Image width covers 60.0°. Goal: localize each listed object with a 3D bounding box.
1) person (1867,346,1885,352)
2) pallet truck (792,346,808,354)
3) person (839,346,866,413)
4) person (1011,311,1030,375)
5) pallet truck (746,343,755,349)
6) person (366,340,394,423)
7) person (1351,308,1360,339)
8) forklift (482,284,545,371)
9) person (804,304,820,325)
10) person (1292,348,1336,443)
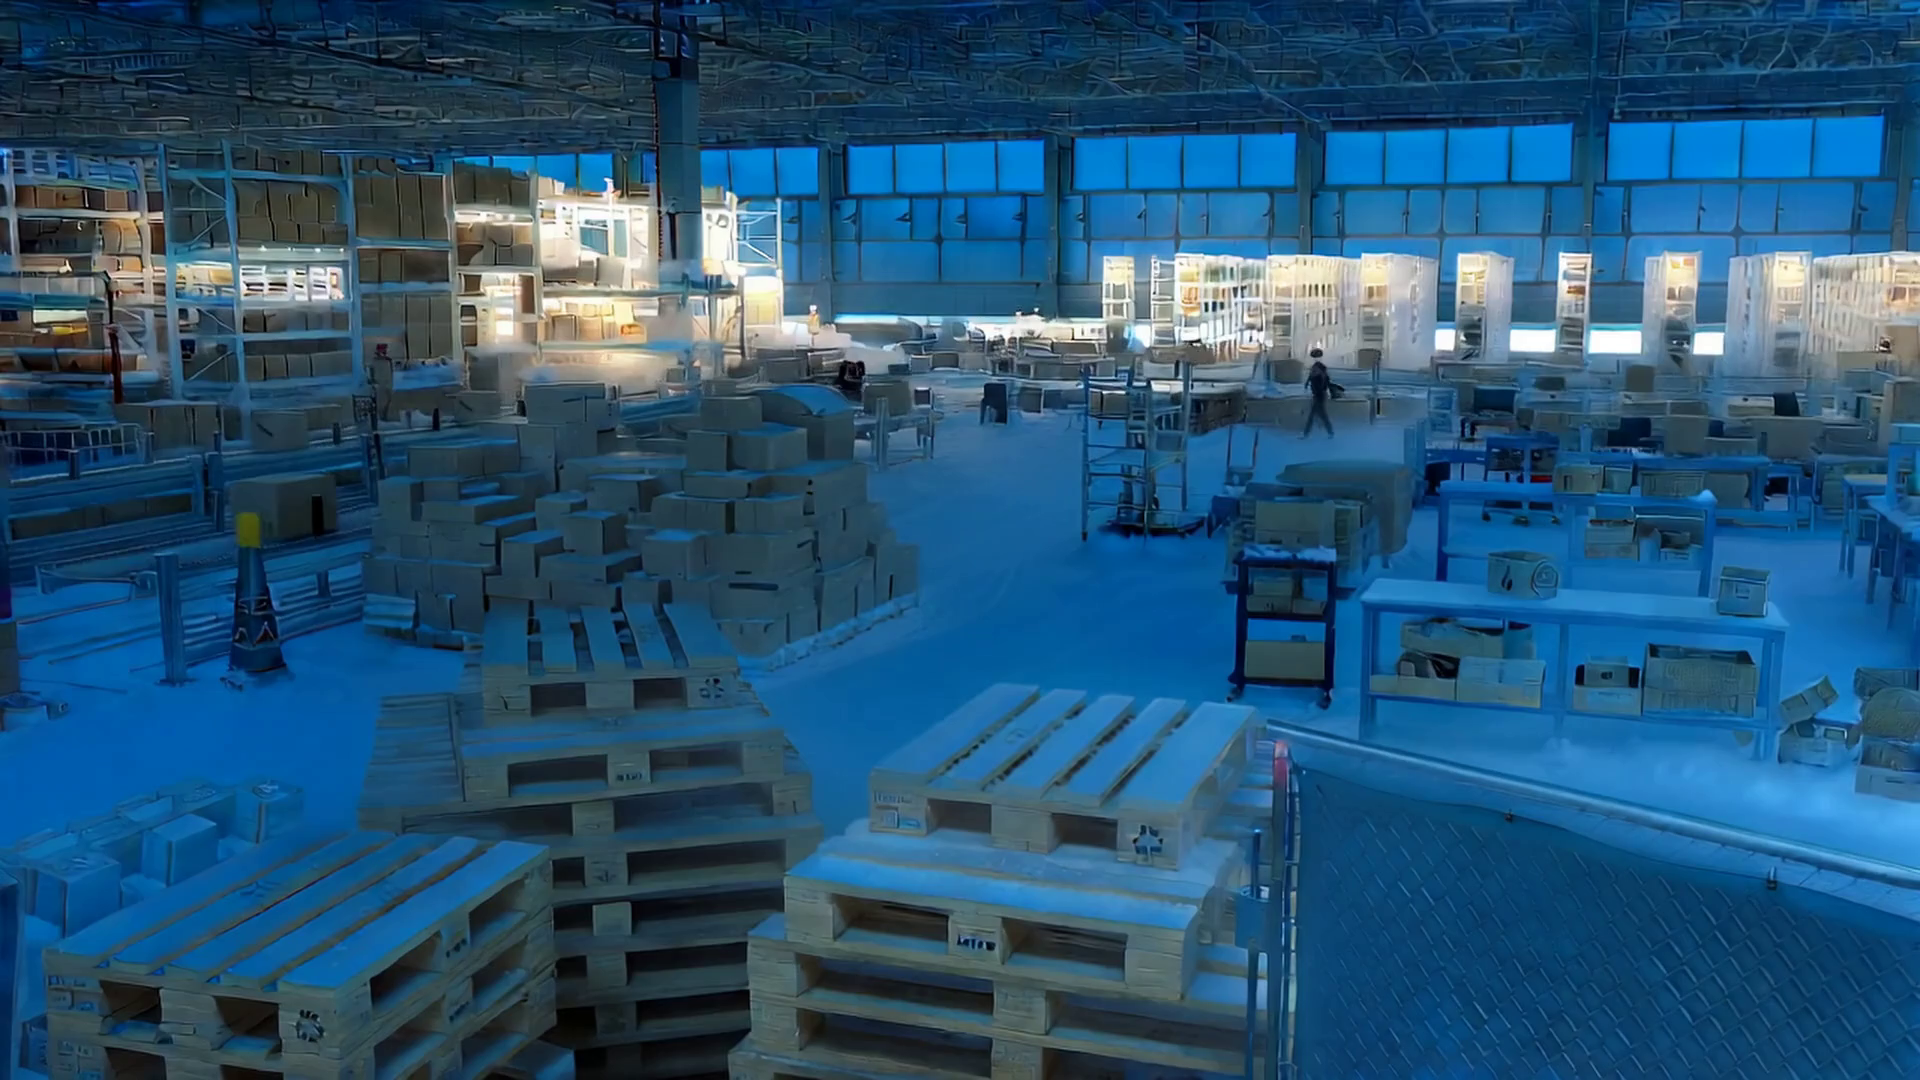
[{"bbox_3d":[21.152,-4.036,38.472,0.406,1.911,0.639,5,10,26],"label":"person"},{"bbox_3d":[-3.705,-4.298,42.022,0.653,1.274,1.630,3,10,20],"label":"pallet truck"},{"bbox_3d":[-2.080,-2.941,32.313,0.539,1.679,0.660,1,9,7],"label":"person"},{"bbox_3d":[1.811,-5.839,49.617,0.624,1.967,0.792,4,10,24],"label":"person"},{"bbox_3d":[-6.183,-4.618,44.264,1.601,1.201,0.680,-9,12,-43],"label":"pallet truck"},{"bbox_3d":[-10.101,-2.543,29.109,0.403,1.904,0.652,1,9,4],"label":"person"},{"bbox_3d":[14.534,-7.609,61.101,0.389,1.846,0.566,8,12,40],"label":"person"},{"bbox_3d":[-10.832,-4.702,39.610,1.129,2.768,1.873,3,10,20],"label":"forklift"},{"bbox_3d":[-5.675,-8.046,63.582,0.636,1.927,0.443,-1,9,-9],"label":"person"},{"bbox_3d":[6.490,-2.626,30.230,0.925,1.718,0.538,-2,9,-11],"label":"person"}]
